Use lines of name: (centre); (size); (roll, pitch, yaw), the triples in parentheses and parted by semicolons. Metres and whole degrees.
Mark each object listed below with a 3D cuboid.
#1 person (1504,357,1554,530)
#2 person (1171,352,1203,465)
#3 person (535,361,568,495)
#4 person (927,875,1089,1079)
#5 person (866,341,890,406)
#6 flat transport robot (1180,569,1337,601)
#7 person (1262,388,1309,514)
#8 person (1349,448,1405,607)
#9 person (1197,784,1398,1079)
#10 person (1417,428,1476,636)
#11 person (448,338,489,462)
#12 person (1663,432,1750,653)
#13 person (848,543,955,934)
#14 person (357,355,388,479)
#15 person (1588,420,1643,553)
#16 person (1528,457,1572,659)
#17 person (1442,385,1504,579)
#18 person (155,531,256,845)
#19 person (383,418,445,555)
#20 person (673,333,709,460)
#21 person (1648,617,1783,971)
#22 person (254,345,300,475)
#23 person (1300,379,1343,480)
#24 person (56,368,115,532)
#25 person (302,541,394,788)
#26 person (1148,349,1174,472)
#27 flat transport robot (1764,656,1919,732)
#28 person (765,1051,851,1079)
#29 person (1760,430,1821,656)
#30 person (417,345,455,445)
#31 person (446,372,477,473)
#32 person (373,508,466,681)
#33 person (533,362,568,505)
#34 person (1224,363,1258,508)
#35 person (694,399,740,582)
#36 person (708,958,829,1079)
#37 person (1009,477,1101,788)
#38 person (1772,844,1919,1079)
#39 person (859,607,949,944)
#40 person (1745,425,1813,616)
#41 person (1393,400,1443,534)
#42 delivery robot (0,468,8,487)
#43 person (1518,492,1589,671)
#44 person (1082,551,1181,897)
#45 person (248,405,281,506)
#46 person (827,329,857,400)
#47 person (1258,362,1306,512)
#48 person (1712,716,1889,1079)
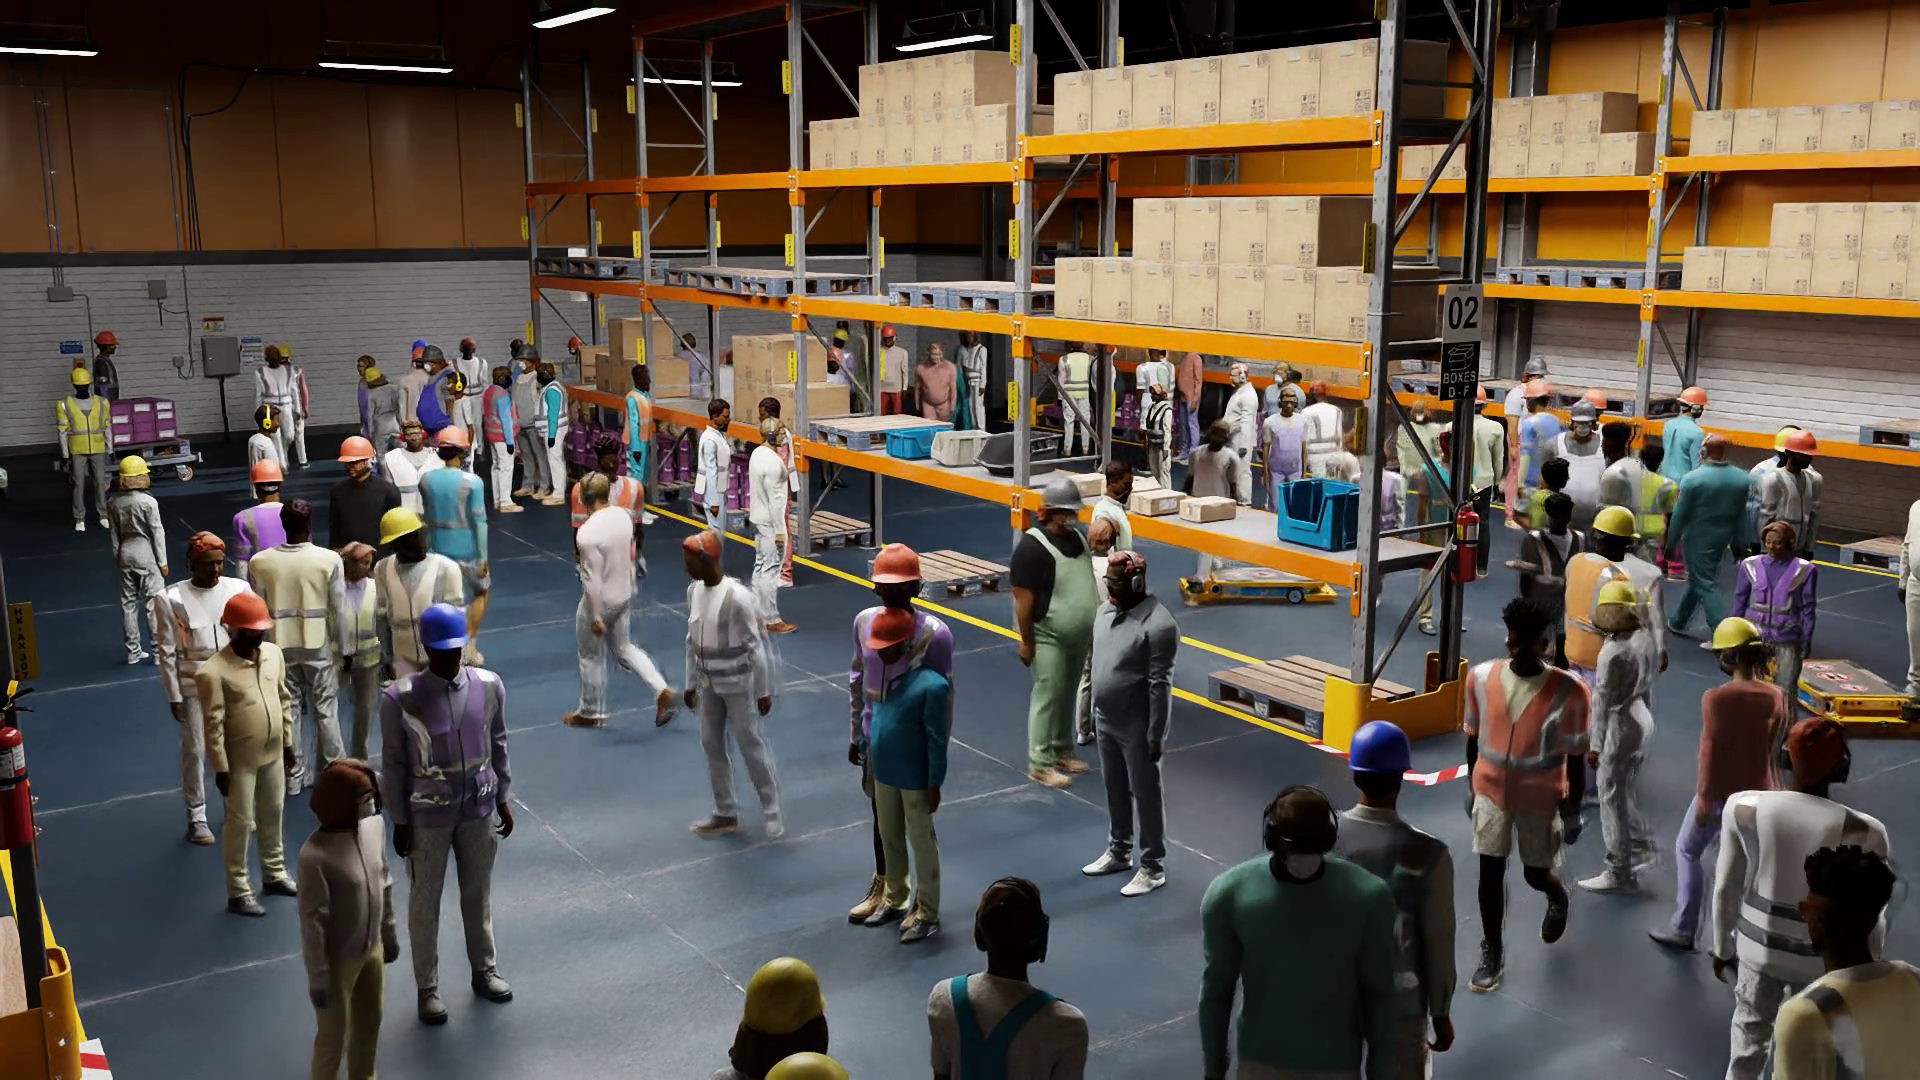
person: (6.793, -1.146, 19.719); (0.672, 2.000, 0.536); (-7, 13, -32)
person: (3.411, -2.121, 24.826); (0.375, 1.995, 0.611); (-3, 12, -16)
person: (-5.483, -1.488, 22.124); (0.608, 1.791, 0.923); (-8, 13, -34)
person: (0.139, 1.867, 4.835); (0.501, 1.839, 0.341); (7, 13, 31)
person: (-1.272, -2.558, 27.769); (0.584, 1.711, 0.461); (8, 14, 36)
flat transport robot: (2.897, 0.428, 16.204); (1.431, 0.197, 0.652); (0, 11, 1)
person: (3.564, -0.755, 18.257); (0.501, 1.839, 0.344); (-1, 11, -4)
person: (3.861, -0.101, 15.482); (0.515, 1.610, 0.800); (2, 11, 9)
person: (1.101, 1.704, 5.479); (0.641, 1.917, 0.818); (1, 11, 5)
person: (4.303, -0.086, 14.781); (0.571, 1.849, 0.382); (-4, 12, -20)
person: (-7.387, -2.105, 25.055); (0.583, 1.878, 0.362); (-5, 12, -23)
person: (6.402, 0.000, 14.336); (0.661, 1.856, 0.984); (-4, 12, -18)
person: (-0.325, 1.021, 8.608); (0.615, 2.047, 0.359); (7, 13, 31)
person: (-7.889, -1.558, 22.328); (0.506, 1.845, 0.342); (8, 14, 37)
person: (5.597, -0.072, 14.451); (0.615, 1.945, 0.638); (9, 14, 38)
person: (4.963, 0.145, 14.019); (0.318, 1.694, 0.595); (-1, 11, -7)
person: (5.219, -0.590, 16.982); (0.612, 1.997, 0.375); (1, 11, 7)
person: (-4.429, 0.868, 9.855); (0.565, 1.875, 0.365); (-11, 15, -44)
person: (-5.045, -0.219, 15.474); (0.565, 1.846, 0.390); (-6, 13, -28)
person: (-4.095, -2.163, 25.181); (0.636, 1.938, 0.358); (-1, 11, -5)
person: (3.794, 1.242, 8.269); (0.545, 1.733, 0.648); (-4, 12, -18)
person: (-9.813, -1.874, 23.886); (0.603, 1.866, 0.567); (-8, 14, -35)
person: (4.214, -0.917, 19.092); (0.570, 1.850, 0.914); (-7, 13, -33)
person: (-10.282, -1.068, 19.607); (0.590, 1.926, 0.388); (-9, 15, -40)
person: (-3.995, 0.816, 10.810); (0.628, 1.610, 0.318); (-8, 14, -35)
person: (2.889, -1.934, 23.994); (0.388, 1.944, 0.618); (2, 11, 12)
flat transport robot: (6.635, 1.143, 12.543); (0.652, 0.197, 1.431); (1, 11, 4)
person: (-0.332, 2.045, 3.678); (0.588, 1.927, 0.370); (-1, 11, -7)
person: (6.967, 0.032, 13.990); (0.546, 1.930, 0.379); (-4, 12, -22)
person: (-6.823, -1.542, 21.744); (0.535, 2.000, 0.697); (-10, 15, -41)
person: (-5.903, -1.065, 19.739); (0.333, 1.872, 0.515); (-6, 13, -29)
person: (-3.418, 0.743, 10.475); (0.592, 1.874, 0.831); (0, 11, -2)
person: (-5.266, -1.373, 21.433); (0.431, 1.834, 0.633); (-3, 11, -16)
person: (3.438, -1.224, 20.486); (0.399, 1.900, 0.644); (0, 11, 0)
person: (-2.428, -0.456, 16.544); (0.409, 1.907, 0.598); (0, 11, -1)
person: (-0.462, 1.968, 4.542); (0.486, 1.745, 0.293); (5, 12, 22)
person: (0.663, 0.579, 10.889); (0.535, 2.000, 0.701); (8, 14, 37)
person: (2.497, 1.828, 4.779); (0.609, 1.934, 0.443); (-5, 12, -23)
person: (-0.315, 1.188, 8.556); (0.576, 1.737, 0.355); (10, 15, 41)
person: (7.090, -0.052, 14.435); (0.590, 1.918, 0.386); (-4, 12, -19)
person: (5.288, -0.802, 19.110); (0.694, 1.617, 0.306); (2, 11, 8)
delivery robot: (-12.739, -0.850, 21.775); (0.477, 0.478, 0.707); (-9, 14, -40)
person: (4.417, 0.446, 12.521); (0.545, 1.679, 0.562); (-2, 11, -10)
person: (0.910, 0.991, 9.150); (0.402, 1.902, 0.640); (-7, 13, -32)
person: (-6.819, -0.411, 16.446); (0.350, 1.856, 0.519); (-9, 14, -38)
person: (-1.999, -2.435, 26.717); (0.621, 1.887, 0.672); (3, 11, 13)
person: (3.943, -1.236, 20.438); (0.372, 1.940, 0.632); (-9, 14, -38)
person: (3.111, 1.572, 6.210); (0.580, 1.883, 0.343); (9, 14, 37)
